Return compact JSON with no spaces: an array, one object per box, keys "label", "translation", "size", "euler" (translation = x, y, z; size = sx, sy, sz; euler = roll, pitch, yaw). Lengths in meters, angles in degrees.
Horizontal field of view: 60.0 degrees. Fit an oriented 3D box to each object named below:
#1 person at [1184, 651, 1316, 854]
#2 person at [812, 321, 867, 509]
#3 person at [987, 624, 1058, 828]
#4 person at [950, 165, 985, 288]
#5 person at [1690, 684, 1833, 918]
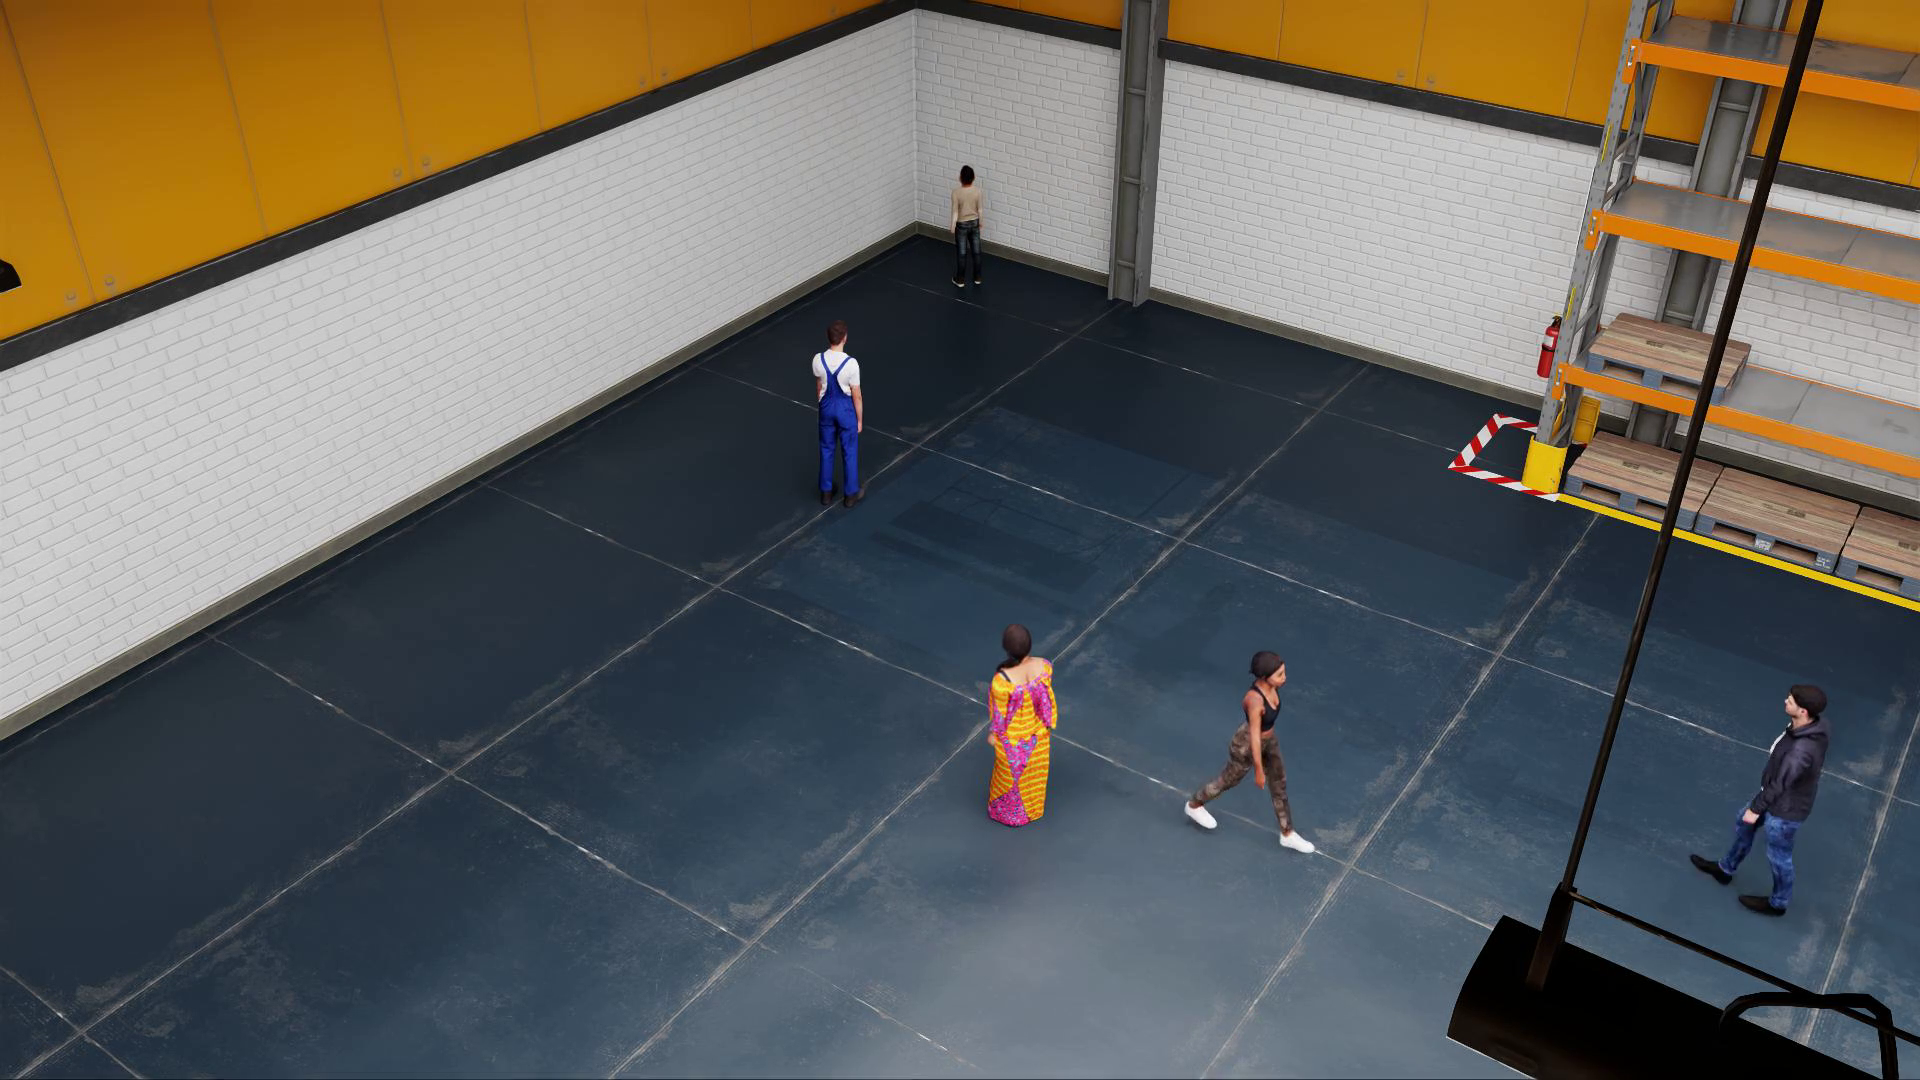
[{"label":"person","translation":[1.959,1.454,11.607],"size":[1.205,1.643,0.659],"euler":[18,37,25]},{"label":"person","translation":[-1.135,-1.162,15.358],"size":[0.612,1.847,0.744],"euler":[8,35,13]},{"label":"person","translation":[0.409,1.282,11.822],"size":[0.744,1.690,0.772],"euler":[-20,39,-27]},{"label":"person","translation":[0.088,-3.685,19.498],"size":[0.635,1.465,0.674],"euler":[-10,35,-15]},{"label":"person","translation":[5.520,1.768,10.934],"size":[0.882,1.864,0.684],"euler":[20,38,27]}]
